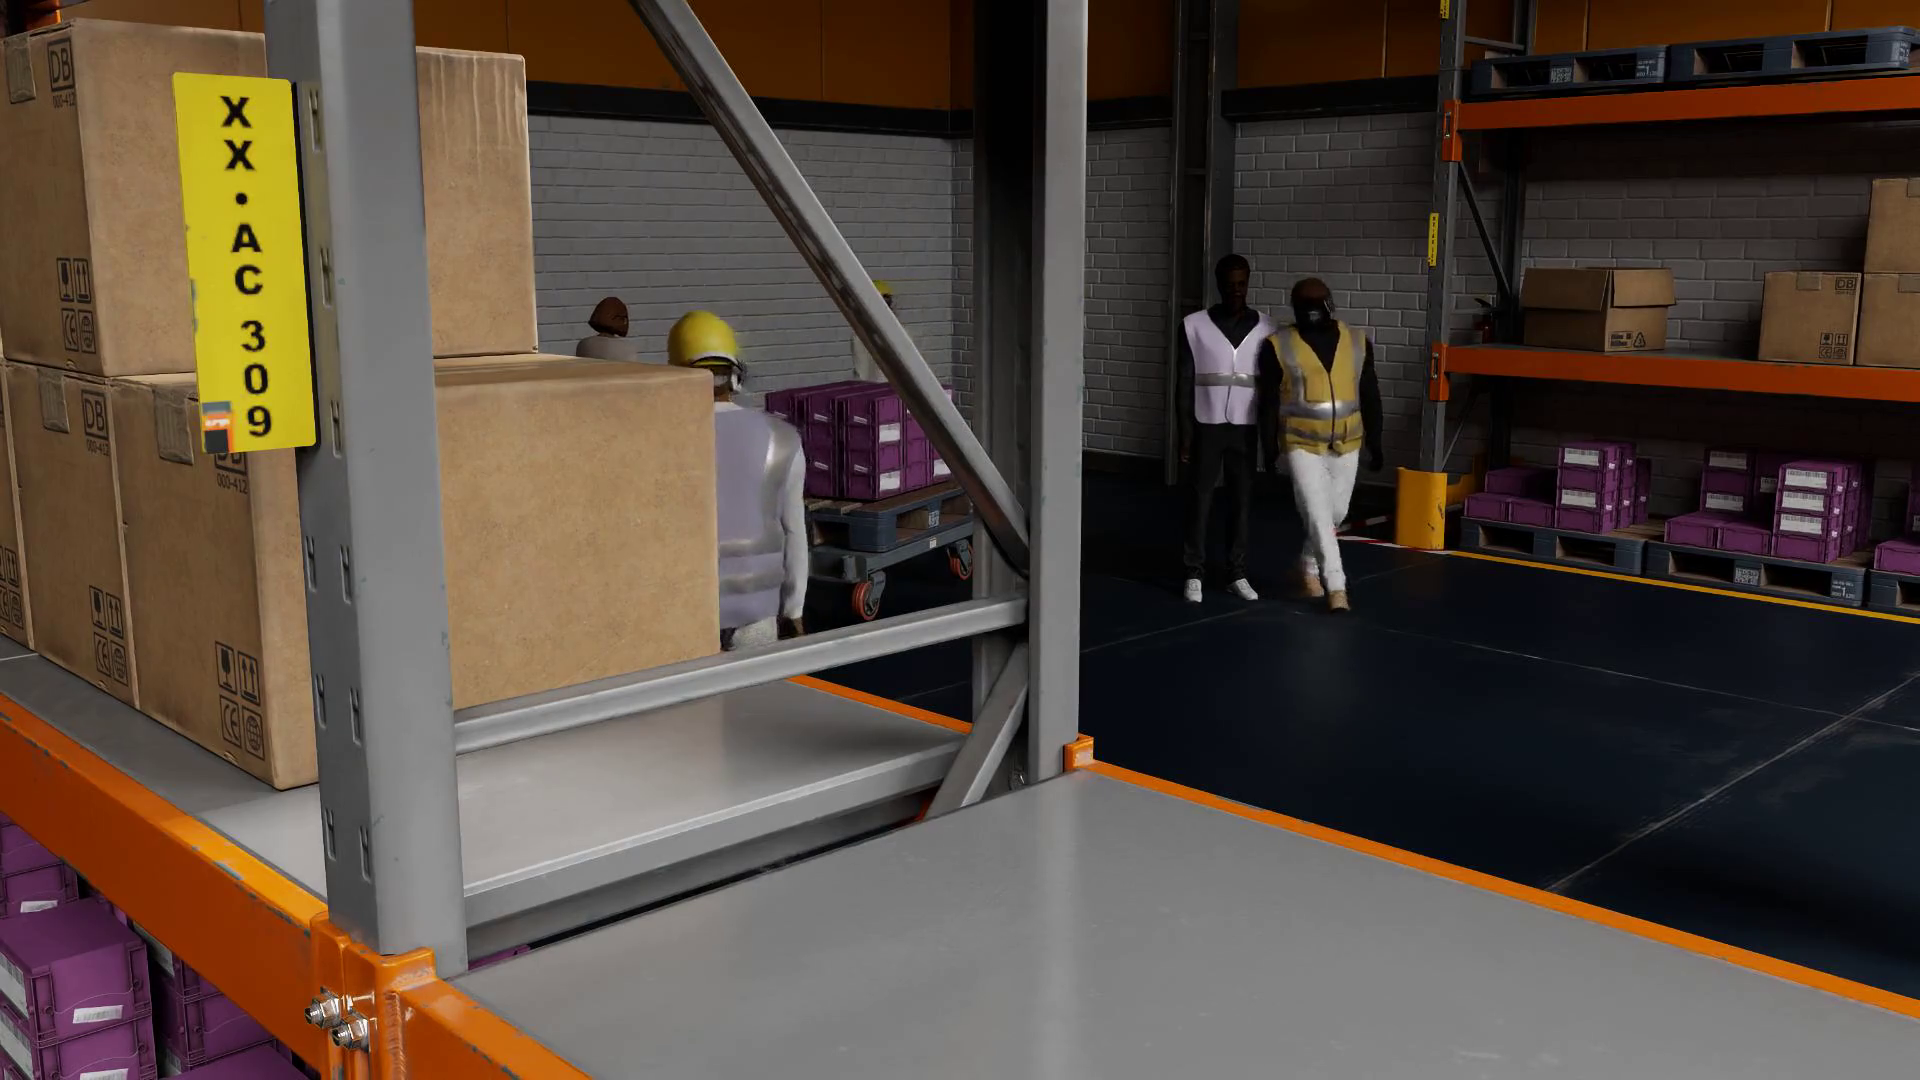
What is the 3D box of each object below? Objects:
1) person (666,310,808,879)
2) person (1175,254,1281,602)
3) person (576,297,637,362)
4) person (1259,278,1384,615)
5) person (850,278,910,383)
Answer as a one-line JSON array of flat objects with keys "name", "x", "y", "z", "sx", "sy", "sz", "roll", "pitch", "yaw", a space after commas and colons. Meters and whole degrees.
[{"name": "person", "x": -0.725, "y": 0.203, "z": 5.108, "sx": 0.589, "sy": 1.804, "sz": 0.778, "roll": -4, "pitch": 11, "yaw": -21}, {"name": "person", "x": 1.480, "y": -0.616, "z": 9.239, "sx": 0.590, "sy": 1.920, "sz": 0.399, "roll": -1, "pitch": 10, "yaw": -6}, {"name": "person", "x": -2.293, "y": -0.772, "z": 10.891, "sx": 0.510, "sy": 1.624, "sz": 0.281, "roll": 6, "pitch": 12, "yaw": 28}, {"name": "person", "x": 1.967, "y": -0.516, "z": 9.041, "sx": 0.649, "sy": 1.798, "sz": 0.806, "roll": -2, "pitch": 11, "yaw": -11}, {"name": "person", "x": -0.472, "y": -0.879, "z": 11.183, "sx": 0.524, "sy": 1.744, "sz": 0.731, "roll": -9, "pitch": 14, "yaw": -40}]
